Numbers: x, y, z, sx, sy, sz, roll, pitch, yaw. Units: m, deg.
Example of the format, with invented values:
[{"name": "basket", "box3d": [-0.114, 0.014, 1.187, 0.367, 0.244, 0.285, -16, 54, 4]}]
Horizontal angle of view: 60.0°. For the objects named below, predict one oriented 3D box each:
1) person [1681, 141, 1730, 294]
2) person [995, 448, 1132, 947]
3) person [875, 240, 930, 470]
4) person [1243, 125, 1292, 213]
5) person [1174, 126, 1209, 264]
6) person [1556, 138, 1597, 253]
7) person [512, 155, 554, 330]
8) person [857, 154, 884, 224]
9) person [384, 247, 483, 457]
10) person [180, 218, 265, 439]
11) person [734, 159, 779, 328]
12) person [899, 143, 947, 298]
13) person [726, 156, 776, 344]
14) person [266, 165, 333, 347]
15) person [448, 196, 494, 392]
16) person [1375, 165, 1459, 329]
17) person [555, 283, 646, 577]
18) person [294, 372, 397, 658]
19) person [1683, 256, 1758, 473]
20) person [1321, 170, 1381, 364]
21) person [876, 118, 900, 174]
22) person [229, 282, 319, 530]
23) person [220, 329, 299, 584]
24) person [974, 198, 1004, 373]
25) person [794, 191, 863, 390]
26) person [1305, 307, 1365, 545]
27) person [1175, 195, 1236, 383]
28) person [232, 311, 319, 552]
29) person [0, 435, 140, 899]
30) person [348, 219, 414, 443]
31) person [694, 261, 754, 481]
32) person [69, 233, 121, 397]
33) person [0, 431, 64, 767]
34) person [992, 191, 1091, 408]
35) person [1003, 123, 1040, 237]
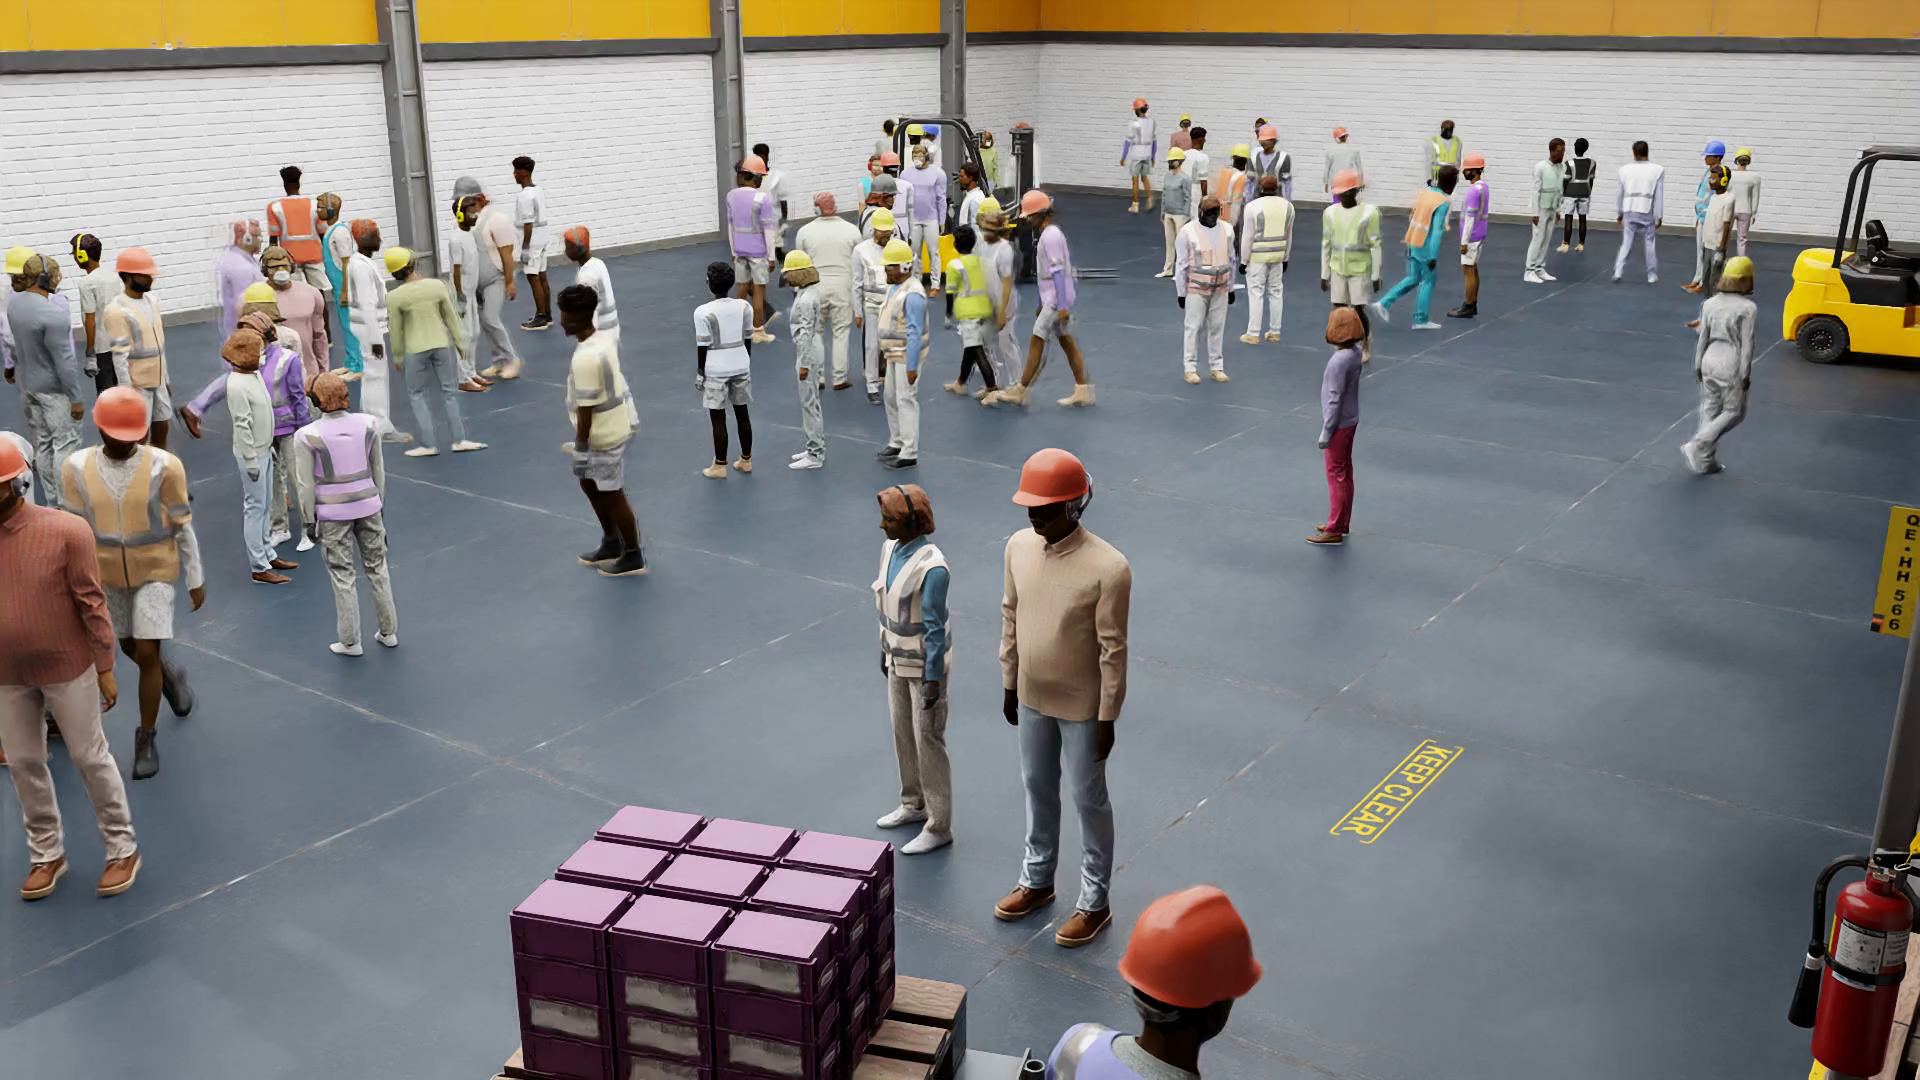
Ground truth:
[{"name": "person", "box3d": [9.617, -4.136, 21.367, 0.409, 1.943, 0.611, 2, 18, 7]}, {"name": "person", "box3d": [0.378, 0.606, 6.453, 0.614, 1.988, 0.406, 16, 23, 40]}, {"name": "person", "box3d": [-0.447, -1.469, 13.217, 0.405, 1.825, 0.618, -4, 18, -13]}, {"name": "person", "box3d": [4.236, -4.688, 22.950, 0.617, 2.028, 0.477, 10, 20, 29]}, {"name": "person", "box3d": [3.318, -4.889, 23.684, 0.380, 1.957, 0.607, -12, 21, -32]}, {"name": "person", "box3d": [9.254, -5.167, 24.973, 0.530, 1.697, 0.321, -3, 18, -9]}, {"name": "person", "box3d": [-4.887, -3.394, 18.993, 0.361, 1.963, 0.612, 1, 18, 3]}, {"name": "person", "box3d": [-1.058, -3.865, 20.669, 0.396, 1.841, 0.565, 14, 23, 38]}, {"name": "person", "box3d": [-4.318, -1.547, 13.614, 0.678, 1.721, 0.317, -13, 22, -35]}, {"name": "person", "box3d": [-6.199, -1.786, 14.158, 0.911, 1.866, 0.660, -6, 19, -19]}, {"name": "person", "box3d": [-2.380, -3.330, 18.845, 0.416, 1.940, 0.587, -1, 18, -4]}, {"name": "person", "box3d": [-0.475, -4.049, 21.110, 0.636, 1.930, 0.375, 5, 18, 16]}, {"name": "person", "box3d": [-2.244, -3.150, 18.138, 0.612, 2.029, 0.407, 11, 21, 31]}, {"name": "person", "box3d": [-7.085, -3.027, 17.870, 0.621, 1.953, 0.407, -9, 20, -25]}, {"name": "person", "box3d": [-4.695, -2.344, 15.894, 0.336, 1.858, 0.538, 0, 18, -1]}, {"name": "person", "box3d": [5.205, -3.305, 18.854, 0.715, 1.880, 0.631, -3, 18, -9]}, {"name": "person", "box3d": [-2.291, -0.674, 10.538, 0.525, 1.933, 0.644, -2, 18, -7]}, {"name": "person", "box3d": [-3.458, -0.142, 9.376, 0.507, 1.630, 0.324, -17, 24, -42]}, {"name": "person", "box3d": [5.900, -1.337, 12.936, 0.480, 1.727, 0.496, -7, 19, -22]}, {"name": "person", "box3d": [3.978, -2.736, 16.884, 0.667, 2.003, 0.707, 14, 22, 36]}, {"name": "person", "box3d": [-1.136, -5.865, 26.896, 0.533, 1.858, 0.580, 8, 19, 23]}, {"name": "person", "box3d": [-4.815, -0.935, 11.677, 0.483, 1.734, 0.319, -4, 18, -14]}, {"name": "person", "box3d": [-4.473, -0.538, 10.597, 0.289, 1.633, 0.497, -3, 18, -10]}, {"name": "person", "box3d": [0.296, -2.572, 16.784, 0.295, 1.744, 0.489, 3, 18, 10]}, {"name": "person", "box3d": [-1.254, -2.387, 15.979, 0.667, 1.892, 0.401, -1, 18, -3]}, {"name": "person", "box3d": [2.575, -0.778, 11.344, 0.286, 1.636, 0.500, 9, 20, 26]}, {"name": "person", "box3d": [2.401, -2.444, 16.251, 0.635, 1.830, 0.429, -6, 19, -19]}, {"name": "person", "box3d": [-4.614, -0.731, 11.209, 0.527, 1.631, 0.313, 3, 18, 9]}, {"name": "person", "box3d": [-3.746, 0.521, 6.733, 0.625, 1.980, 0.411, -2, 18, -5]}, {"name": "person", "box3d": [-4.951, -1.755, 14.040, 0.464, 1.872, 0.628, -6, 19, -19]}, {"name": "person", "box3d": [-1.826, -1.311, 12.909, 0.535, 1.700, 0.318, -16, 24, -41]}, {"name": "person", "box3d": [-6.841, -1.510, 13.290, 0.343, 1.857, 0.526, 0, 18, 1]}, {"name": "person", "box3d": [-4.606, 0.138, 7.974, 0.403, 1.948, 0.605, 0, 18, 0]}, {"name": "person", "box3d": [0.748, -2.168, 15.153, 1.010, 1.965, 0.683, 2, 18, 5]}, {"name": "person", "box3d": [0.865, -5.472, 25.662, 0.824, 1.855, 0.616, -14, 22, -36]}]
